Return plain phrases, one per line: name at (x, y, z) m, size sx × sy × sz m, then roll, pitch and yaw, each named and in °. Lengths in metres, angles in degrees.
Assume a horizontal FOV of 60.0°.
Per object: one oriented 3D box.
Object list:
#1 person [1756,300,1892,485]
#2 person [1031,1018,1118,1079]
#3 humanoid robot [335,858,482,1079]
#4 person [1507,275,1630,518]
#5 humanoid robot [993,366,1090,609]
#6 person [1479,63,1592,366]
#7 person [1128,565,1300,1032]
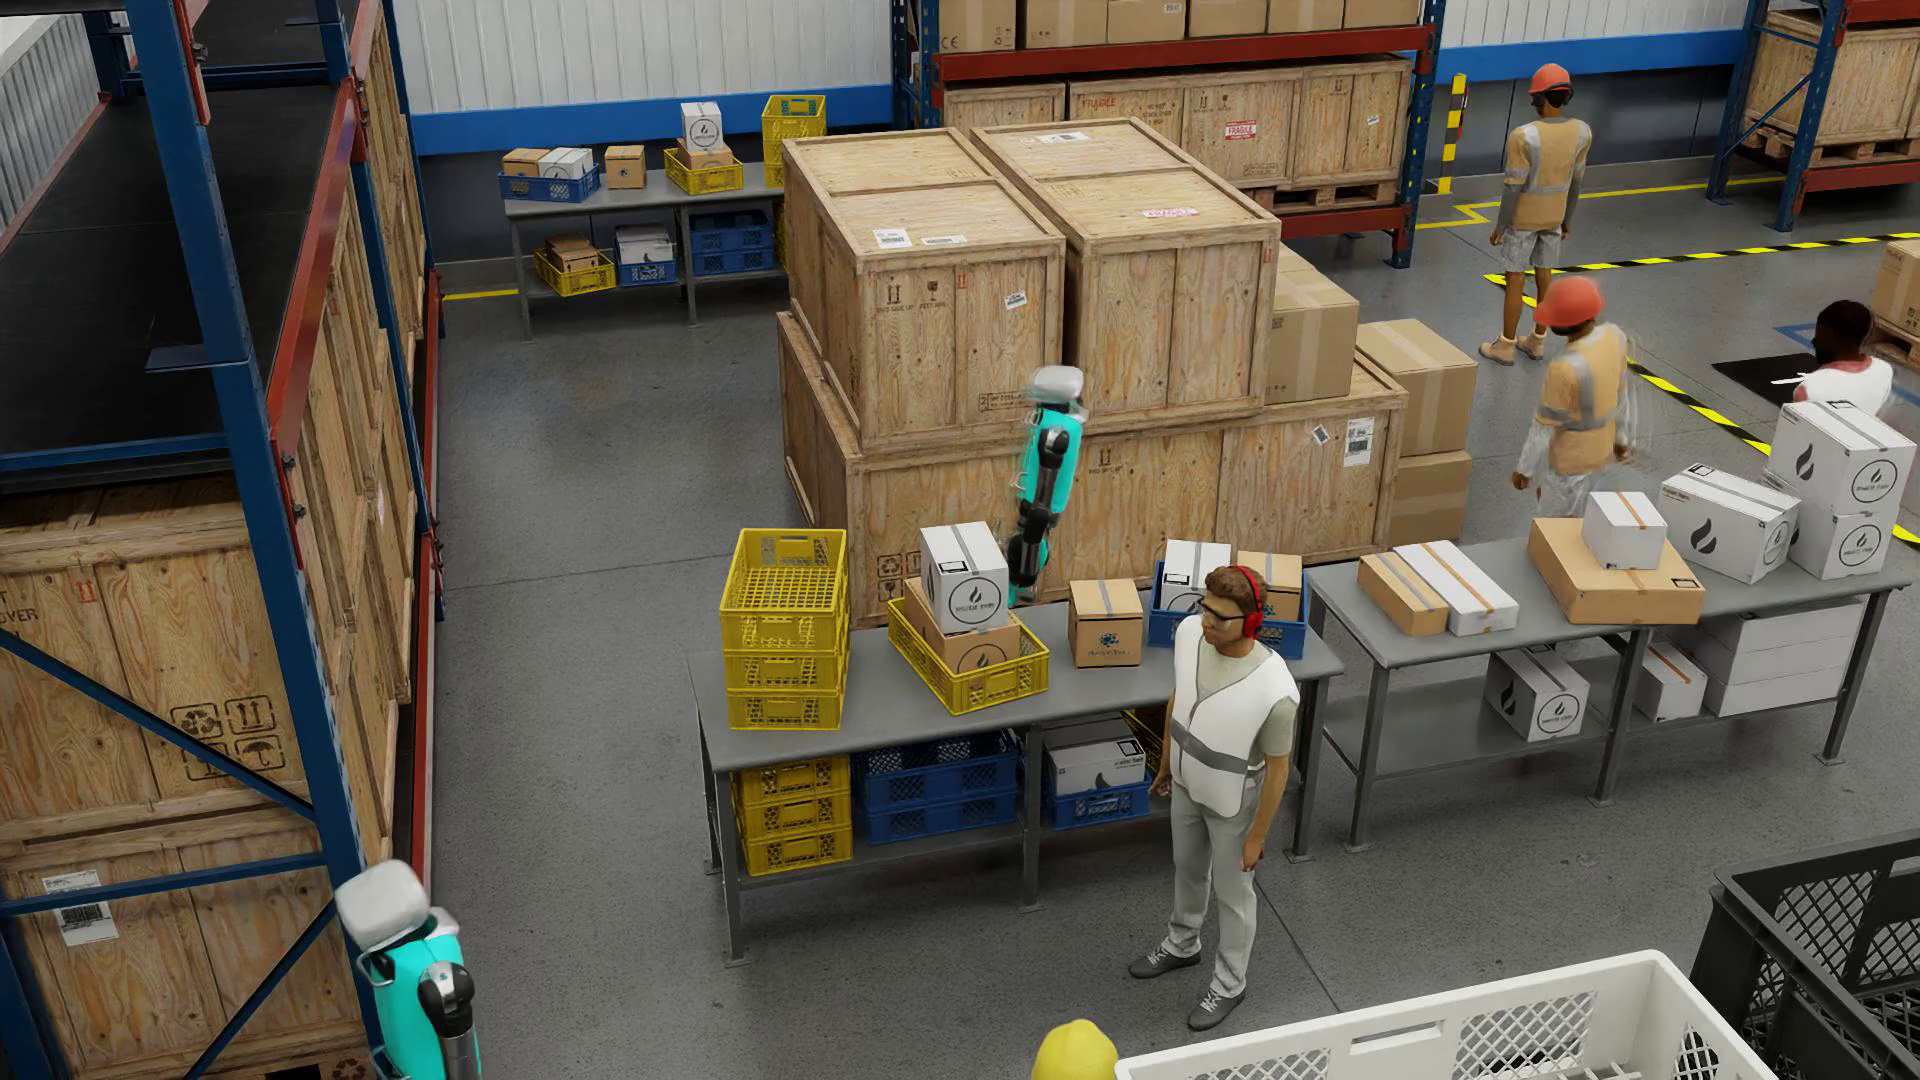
person at (3.974, -0.315, 8.038) m, size 0.627 × 1.867 × 0.789 m, roll -16°, pitch 33°, yaw -27°
person at (0.254, 1.888, 4.136) m, size 0.532 × 1.767 × 0.322 m, roll 4°, pitch 29°, yaw 8°
humanoid robot at (-1.632, 1.760, 4.490) m, size 0.799 × 1.845 × 0.565 m, roll -20°, pitch 35°, yaw -32°
person at (3.010, -0.450, 8.270) m, size 0.566 × 1.870 × 0.636 m, roll 25°, pitch 37°, yaw 37°
humanoid robot at (0.196, 0.021, 7.555) m, size 1.013 × 1.724 × 0.539 m, roll 5°, pitch 29°, yaw 10°
person at (3.867, -2.181, 11.252) m, size 0.609 × 2.030 × 0.404 m, roll -8°, pitch 30°, yaw -15°
person at (0.914, 0.892, 5.858) m, size 0.390 × 1.849 × 0.565 m, roll -18°, pitch 34°, yaw -29°
